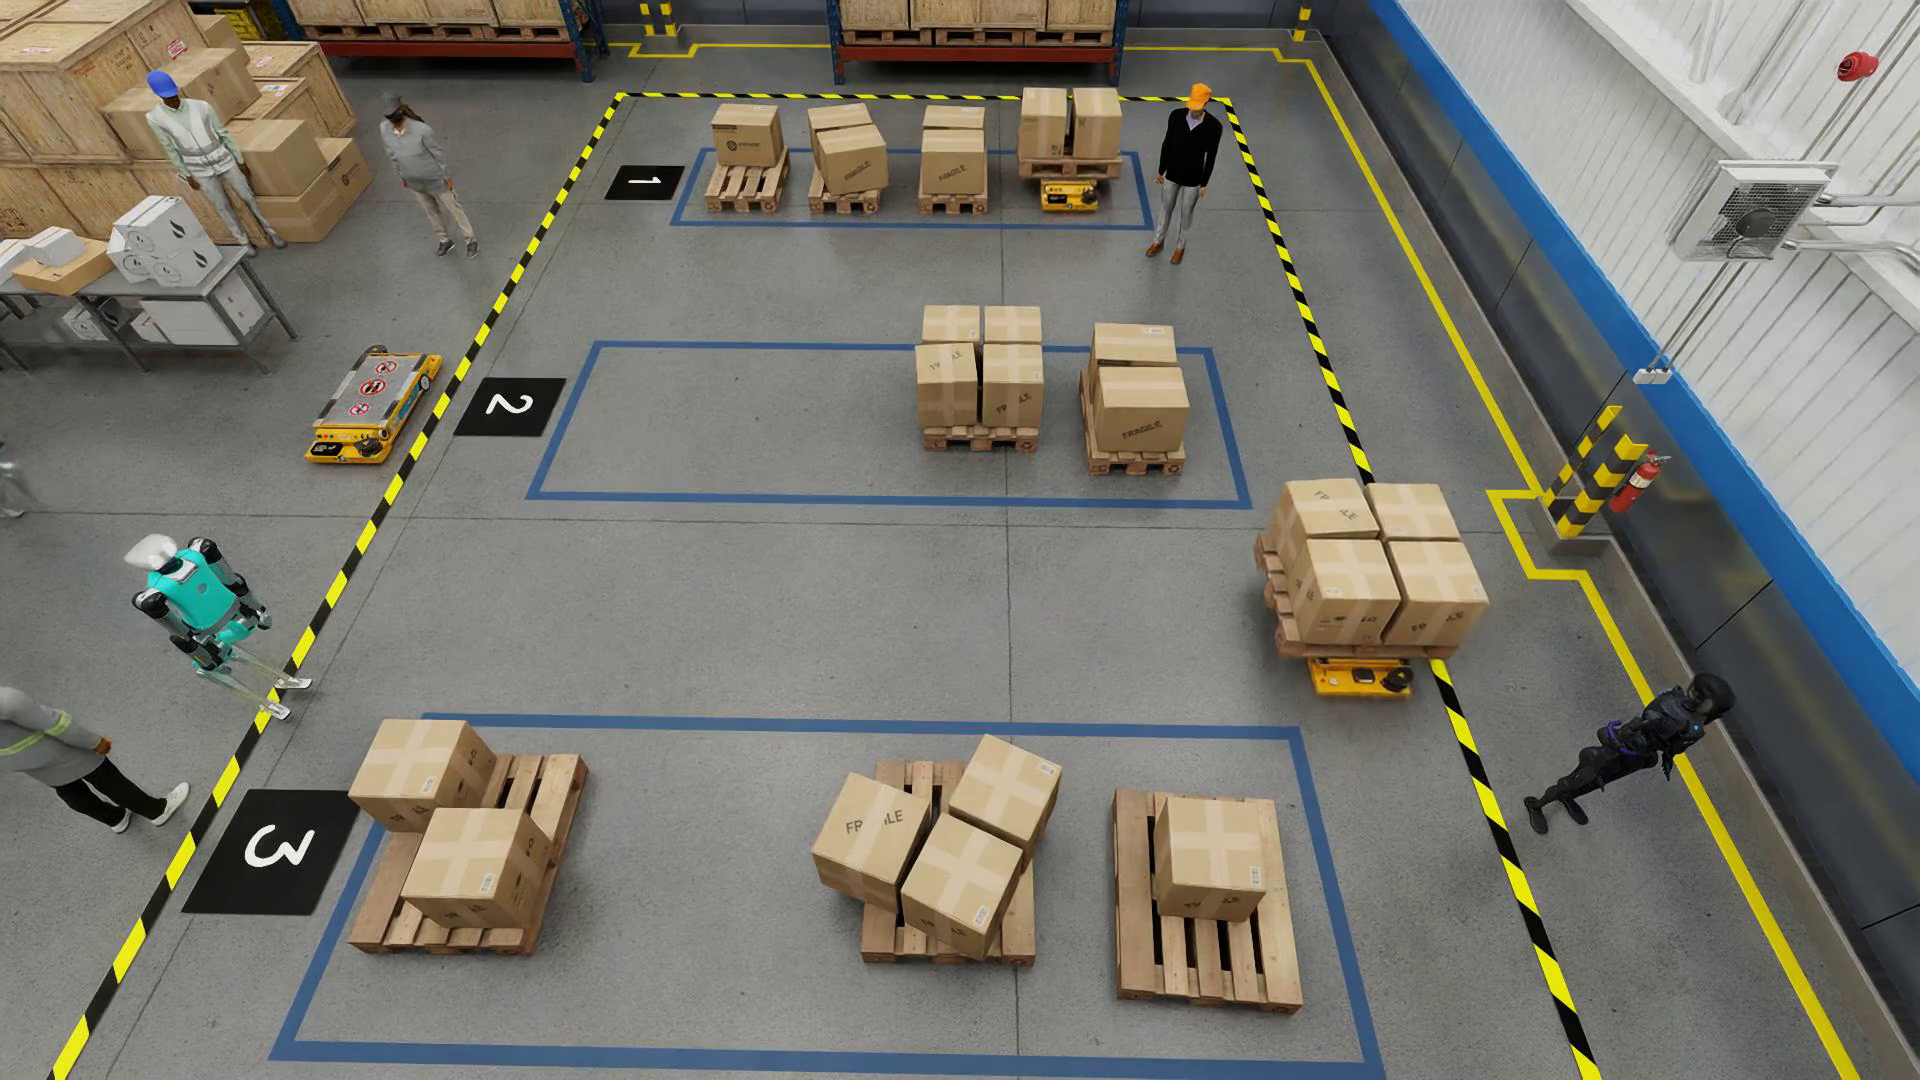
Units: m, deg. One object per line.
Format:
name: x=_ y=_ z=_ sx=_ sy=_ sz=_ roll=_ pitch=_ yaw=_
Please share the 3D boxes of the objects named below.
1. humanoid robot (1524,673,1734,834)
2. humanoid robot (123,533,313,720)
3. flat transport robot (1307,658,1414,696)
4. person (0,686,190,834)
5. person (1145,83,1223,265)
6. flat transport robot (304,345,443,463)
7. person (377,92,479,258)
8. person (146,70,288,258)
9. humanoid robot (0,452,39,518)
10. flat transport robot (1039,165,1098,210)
humanoid robot: x=3.925 y=1.262 z=5.368 sx=0.599 sy=1.655 sz=0.315 roll=-7 pitch=50 yaw=-6
humanoid robot: x=-4.836 y=0.546 z=5.855 sx=0.735 sy=1.677 sz=0.533 roll=9 pitch=50 yaw=8
flat transport robot: x=2.877 y=0.511 z=6.916 sx=0.652 sy=0.197 sz=1.431 roll=1 pitch=50 yaw=1
person: x=-5.329 y=1.178 z=5.332 sx=0.596 sy=1.850 sz=0.384 roll=-7 pitch=50 yaw=-6
person: x=2.320 y=-3.780 z=9.510 sx=0.586 sy=1.882 sz=0.371 roll=25 pitch=54 yaw=20
flat transport robot: x=-5.383 y=-1.269 z=8.441 sx=0.659 sy=0.231 sz=1.431 roll=1 pitch=50 yaw=1
person: x=-5.588 y=-3.801 z=9.599 sx=0.572 sy=1.767 sz=0.401 roll=3 pitch=50 yaw=3
person: x=-7.808 y=-3.910 z=9.584 sx=0.603 sy=1.939 sz=0.412 roll=-31 pitch=56 yaw=-23
humanoid robot: x=-7.896 y=-0.780 z=7.105 sx=0.653 sy=1.864 sz=0.543 roll=2 pitch=50 yaw=2
flat transport robot: x=1.295 y=-4.471 z=11.132 sx=0.652 sy=0.197 sz=1.431 roll=1 pitch=50 yaw=1
